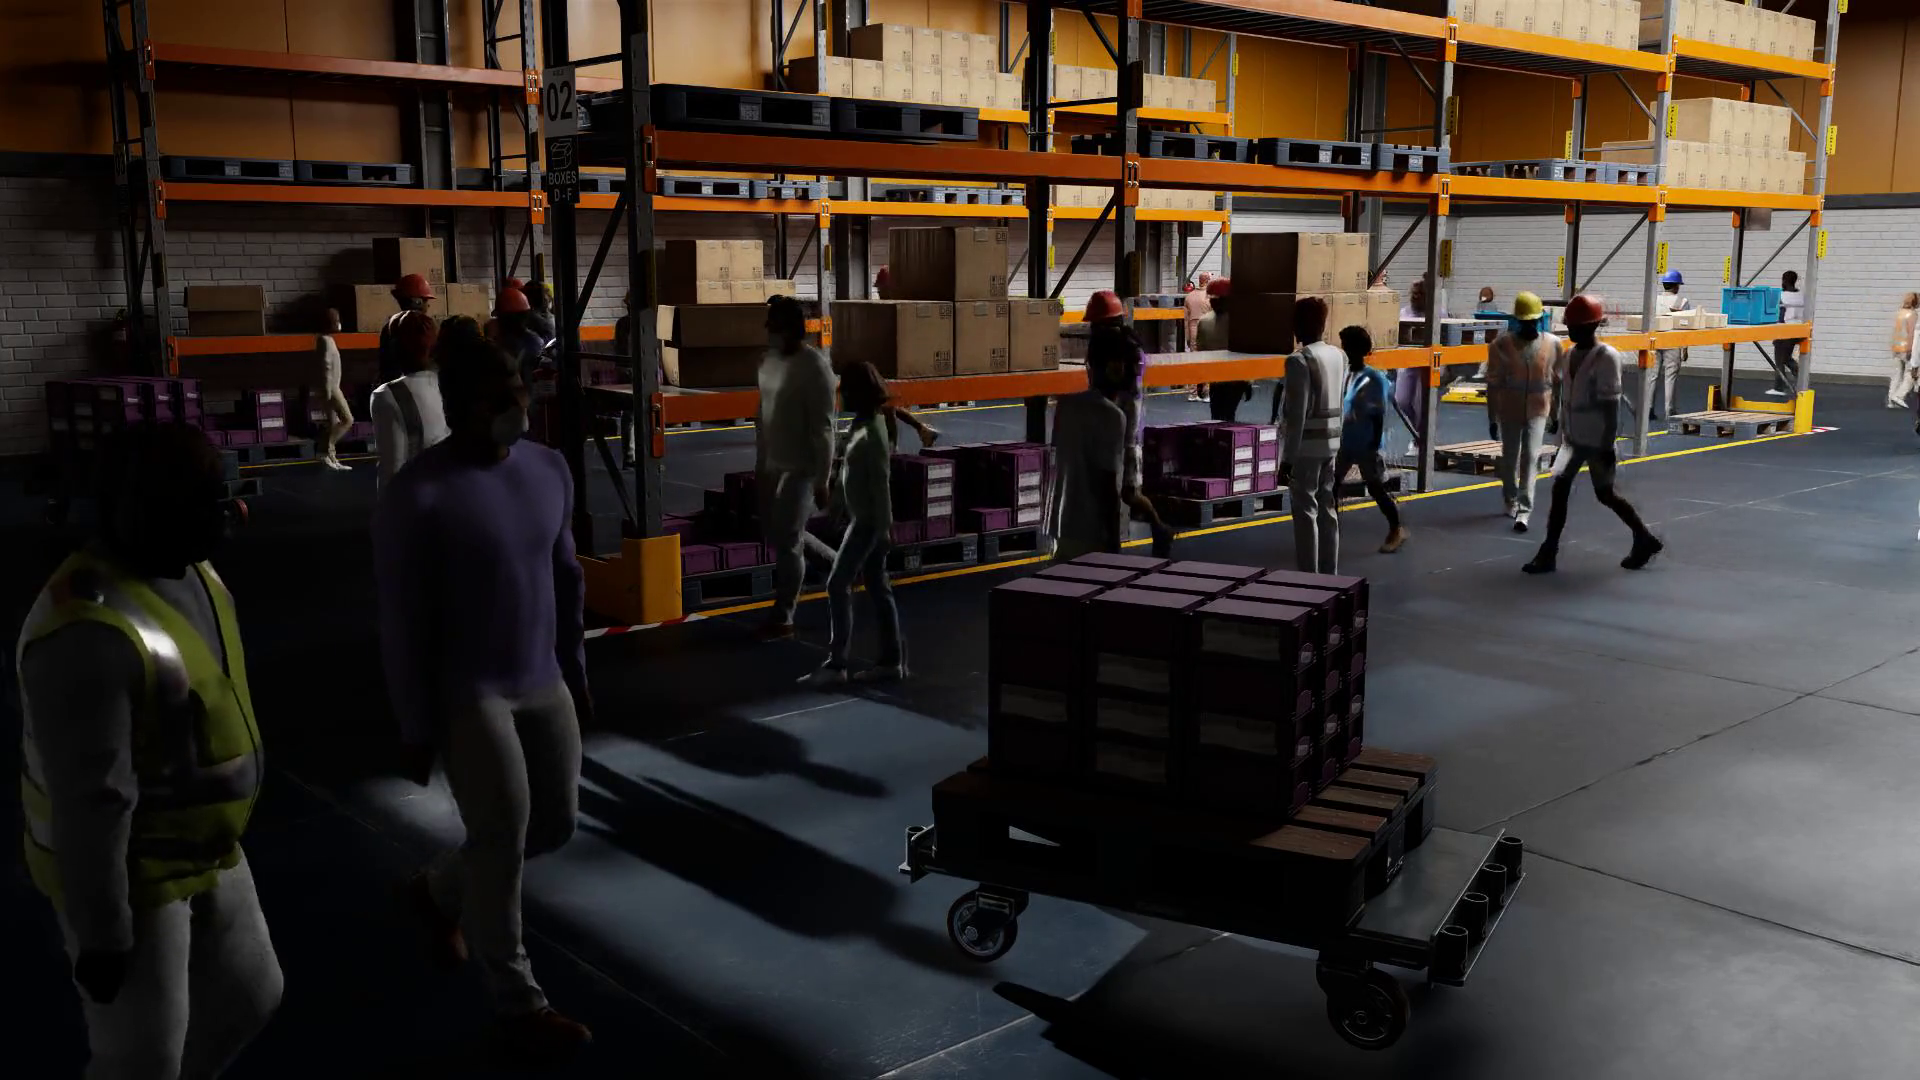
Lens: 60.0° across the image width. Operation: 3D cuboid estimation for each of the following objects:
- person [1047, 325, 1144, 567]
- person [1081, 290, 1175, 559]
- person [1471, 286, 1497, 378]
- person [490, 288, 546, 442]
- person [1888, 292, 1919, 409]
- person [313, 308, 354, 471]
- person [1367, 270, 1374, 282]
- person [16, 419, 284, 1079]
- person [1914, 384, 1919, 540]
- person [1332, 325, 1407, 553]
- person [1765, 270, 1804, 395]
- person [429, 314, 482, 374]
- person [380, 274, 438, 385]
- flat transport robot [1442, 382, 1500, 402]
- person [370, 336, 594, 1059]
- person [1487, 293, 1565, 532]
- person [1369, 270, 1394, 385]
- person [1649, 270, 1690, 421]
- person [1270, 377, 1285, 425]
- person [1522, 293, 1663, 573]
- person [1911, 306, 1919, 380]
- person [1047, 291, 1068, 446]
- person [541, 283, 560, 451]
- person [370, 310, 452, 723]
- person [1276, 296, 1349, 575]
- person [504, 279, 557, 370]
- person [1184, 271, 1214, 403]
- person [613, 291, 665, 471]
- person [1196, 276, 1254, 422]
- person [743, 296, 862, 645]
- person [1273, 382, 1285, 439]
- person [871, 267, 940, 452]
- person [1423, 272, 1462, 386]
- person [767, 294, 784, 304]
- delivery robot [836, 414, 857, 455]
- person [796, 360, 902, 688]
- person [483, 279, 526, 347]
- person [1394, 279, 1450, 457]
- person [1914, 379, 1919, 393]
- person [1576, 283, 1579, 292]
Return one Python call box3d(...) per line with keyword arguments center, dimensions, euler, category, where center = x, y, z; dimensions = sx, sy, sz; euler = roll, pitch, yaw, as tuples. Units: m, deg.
box3d(center=(0.562, 0.016, 7.090), dimensions=(0.600, 1.833, 0.507), euler=(-5, 11, -26), category="person")
box3d(center=(1.086, -0.716, 11.143), dimensions=(0.815, 1.908, 0.539), euler=(-8, 13, -40), category="person")
box3d(center=(9.145, -3.618, 28.958), dimensions=(0.396, 1.609, 0.545), euler=(-4, 10, -21), category="person")
box3d(center=(-3.330, -0.929, 12.435), dimensions=(0.985, 1.880, 0.564), euler=(-5, 11, -29), category="person")
box3d(center=(13.081, -2.604, 22.979), dimensions=(0.380, 1.622, 0.551), euler=(1, 10, 8), category="person")
box3d(center=(-6.169, -1.473, 16.394), dimensions=(0.338, 1.624, 0.505), euler=(-4, 11, -24), category="person")
box3d(center=(7.336, -3.930, 30.079), dimensions=(0.309, 1.859, 0.535), euler=(-8, 13, -41), category="person")
box3d(center=(-1.625, 0.660, 3.349), dimensions=(0.437, 1.817, 0.644), euler=(-1, 10, -5), category="person")
box3d(center=(7.394, -0.909, 12.363), dimensions=(0.309, 1.868, 0.535), euler=(-8, 13, -41), category="person")
box3d(center=(2.842, -0.687, 11.734), dimensions=(0.860, 1.648, 0.531), euler=(-6, 12, -33), category="person")
box3d(center=(12.650, -3.155, 25.390), dimensions=(0.608, 1.908, 0.519), euler=(-5, 11, -25), category="person")
box3d(center=(-2.845, -0.335, 9.163), dimensions=(0.750, 1.819, 0.650), euler=(5, 11, 29), category="person")
box3d(center=(-4.074, -0.988, 12.463), dimensions=(0.623, 1.989, 0.400), euler=(8, 12, 38), category="person")
box3d(center=(7.604, -2.175, 24.447), dimensions=(0.652, 0.197, 1.431), euler=(6, 11, 30), category="flat transport robot")
box3d(center=(-1.299, 0.412, 4.482), dimensions=(0.673, 1.927, 0.641), euler=(5, 11, 29), category="person")
box3d(center=(4.433, -1.012, 13.073), dimensions=(0.588, 1.849, 1.031), euler=(2, 10, 14), category="person")
box3d(center=(6.905, -3.495, 27.397), dimensions=(0.402, 1.906, 0.652), euler=(-8, 13, -41), category="person")
box3d(center=(9.135, -2.503, 21.497), dimensions=(0.422, 1.941, 0.622), euler=(-9, 13, -41), category="person")
box3d(center=(4.028, -2.232, 20.099), dimensions=(0.540, 1.884, 0.978), euler=(-3, 10, -15), category="person")
box3d(center=(4.284, -0.709, 11.172), dimensions=(0.941, 1.891, 0.592), euler=(-3, 10, -18), category="person")
box3d(center=(10.672, -1.933, 17.962), dimensions=(1.009, 1.995, 0.623), euler=(-8, 13, -40), category="person")
box3d(center=(1.028, -1.860, 18.274), dimensions=(0.612, 1.745, 0.537), euler=(-3, 10, -16), category="person")
box3d(center=(-4.503, -1.887, 18.206), dimensions=(0.403, 1.827, 0.601), euler=(-8, 13, -41), category="person")
box3d(center=(-2.425, -0.097, 7.565), dimensions=(0.337, 1.882, 0.584), euler=(5, 11, 28), category="person")
box3d(center=(2.135, -0.535, 10.130), dimensions=(0.337, 1.882, 0.585), euler=(9, 13, 43), category="person")
box3d(center=(-3.465, -1.153, 13.587), dimensions=(0.635, 1.937, 0.352), euler=(9, 13, 42), category="person")
box3d(center=(3.561, -2.945, 24.173), dimensions=(0.402, 1.906, 0.652), euler=(-8, 13, -41), category="person")
box3d(center=(-3.168, -1.582, 16.408), dimensions=(0.403, 1.830, 0.601), euler=(-8, 13, -41), category="person")
box3d(center=(2.601, -1.566, 16.021), dimensions=(0.627, 1.949, 0.821), euler=(8, 13, 41), category="person")
box3d(center=(-0.844, -0.387, 9.187), dimensions=(0.746, 1.907, 0.681), euler=(-7, 12, -35), category="person")
box3d(center=(3.926, -2.123, 19.471), dimensions=(1.010, 1.876, 0.591), euler=(-5, 11, -28), category="person")
box3d(center=(-0.575, -1.751, 16.845), dimensions=(0.691, 2.022, 0.621), euler=(-2, 10, -11), category="person")
box3d(center=(7.856, -3.474, 27.292), dimensions=(0.624, 1.921, 0.988), euler=(-9, 13, -41), category="person")
box3d(center=(-2.071, -1.921, 18.791), dimensions=(0.317, 1.695, 0.540), euler=(-8, 13, -41), category="person")
box3d(center=(-0.980, -1.010, 16.525), dimensions=(0.477, 0.478, 0.707), euler=(2, 10, 15), category="delivery robot")
box3d(center=(-0.576, -0.072, 8.214), dimensions=(0.630, 1.616, 0.509), euler=(-1, 10, -7), category="person")
box3d(center=(-3.855, -1.325, 14.624), dimensions=(0.603, 1.941, 0.898), euler=(-3, 10, -17), category="person")
box3d(center=(4.895, -1.828, 17.701), dimensions=(0.477, 1.891, 0.643), euler=(-9, 13, -44), category="person")
box3d(center=(15.103, -3.084, 25.860), dimensions=(0.326, 1.612, 0.605), euler=(7, 12, 37), category="person")
box3d(center=(9.386, -3.091, 25.570), dimensions=(0.555, 1.727, 0.762), euler=(4, 10, 22), category="person")
